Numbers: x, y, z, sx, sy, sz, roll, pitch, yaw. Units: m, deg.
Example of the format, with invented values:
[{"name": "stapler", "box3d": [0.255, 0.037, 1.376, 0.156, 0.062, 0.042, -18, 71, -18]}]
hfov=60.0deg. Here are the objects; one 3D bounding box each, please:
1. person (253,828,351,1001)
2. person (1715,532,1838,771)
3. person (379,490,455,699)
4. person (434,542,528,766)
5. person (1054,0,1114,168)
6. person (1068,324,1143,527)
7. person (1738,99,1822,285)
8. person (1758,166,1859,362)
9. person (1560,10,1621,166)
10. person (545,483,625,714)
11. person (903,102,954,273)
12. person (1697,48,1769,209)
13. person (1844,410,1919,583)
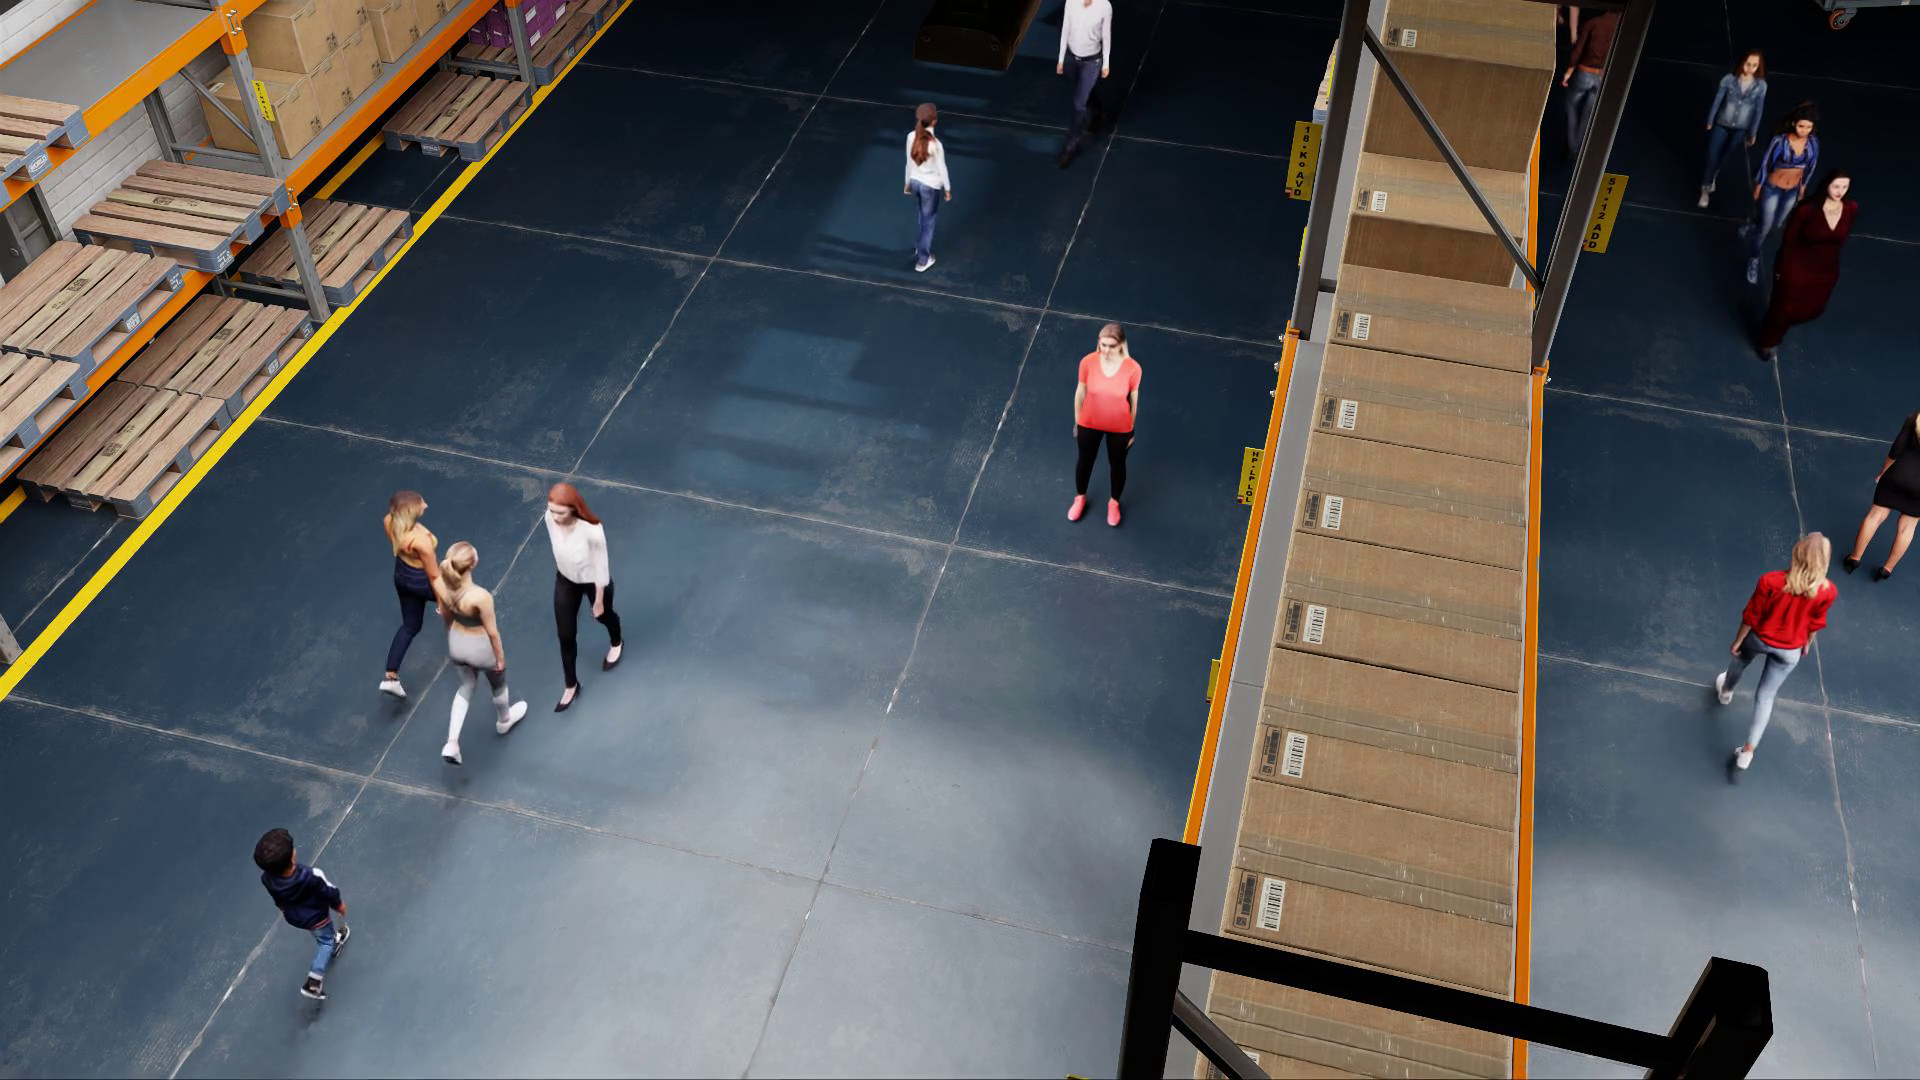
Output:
[{"name": "person", "box3d": [-3.580, 2.035, 9.069, 0.526, 1.211, 0.747, 9, 44, 9]}, {"name": "person", "box3d": [4.967, 0.688, 10.153, 0.680, 1.666, 1.108, 15, 46, 15]}, {"name": "person", "box3d": [-3.482, 0.343, 10.564, 0.823, 1.598, 1.154, 22, 48, 22]}, {"name": "person", "box3d": [-2.997, 0.717, 10.107, 0.676, 1.688, 0.984, 12, 45, 13]}, {"name": "person", "box3d": [1.196, -4.511, 15.488, 0.904, 1.835, 1.312, 24, 49, 23]}, {"name": "person", "box3d": [1.027, -0.817, 11.713, 0.597, 1.693, 0.531, 8, 44, 9]}, {"name": "person", "box3d": [6.902, -2.982, 14.051, 0.742, 1.603, 0.992, 2, 44, 2]}, {"name": "person", "box3d": [6.645, -2.215, 13.142, 0.775, 1.746, 0.813, -1, 44, -1]}, {"name": "person", "box3d": [5.783, -4.173, 15.182, 0.713, 1.767, 0.813, 5, 44, 5]}, {"name": "person", "box3d": [-2.324, 0.240, 10.577, 0.699, 1.731, 0.973, 16, 46, 16]}, {"name": "person", "box3d": [-0.342, -2.947, 14.056, 0.646, 1.545, 0.686, 25, 49, 24]}, {"name": "person", "box3d": [6.947, -3.755, 14.976, 0.595, 1.447, 0.945, 12, 45, 12]}, {"name": "person", "box3d": [6.441, -0.392, 11.280, 0.602, 1.675, 0.566, 23, 48, 22]}]
